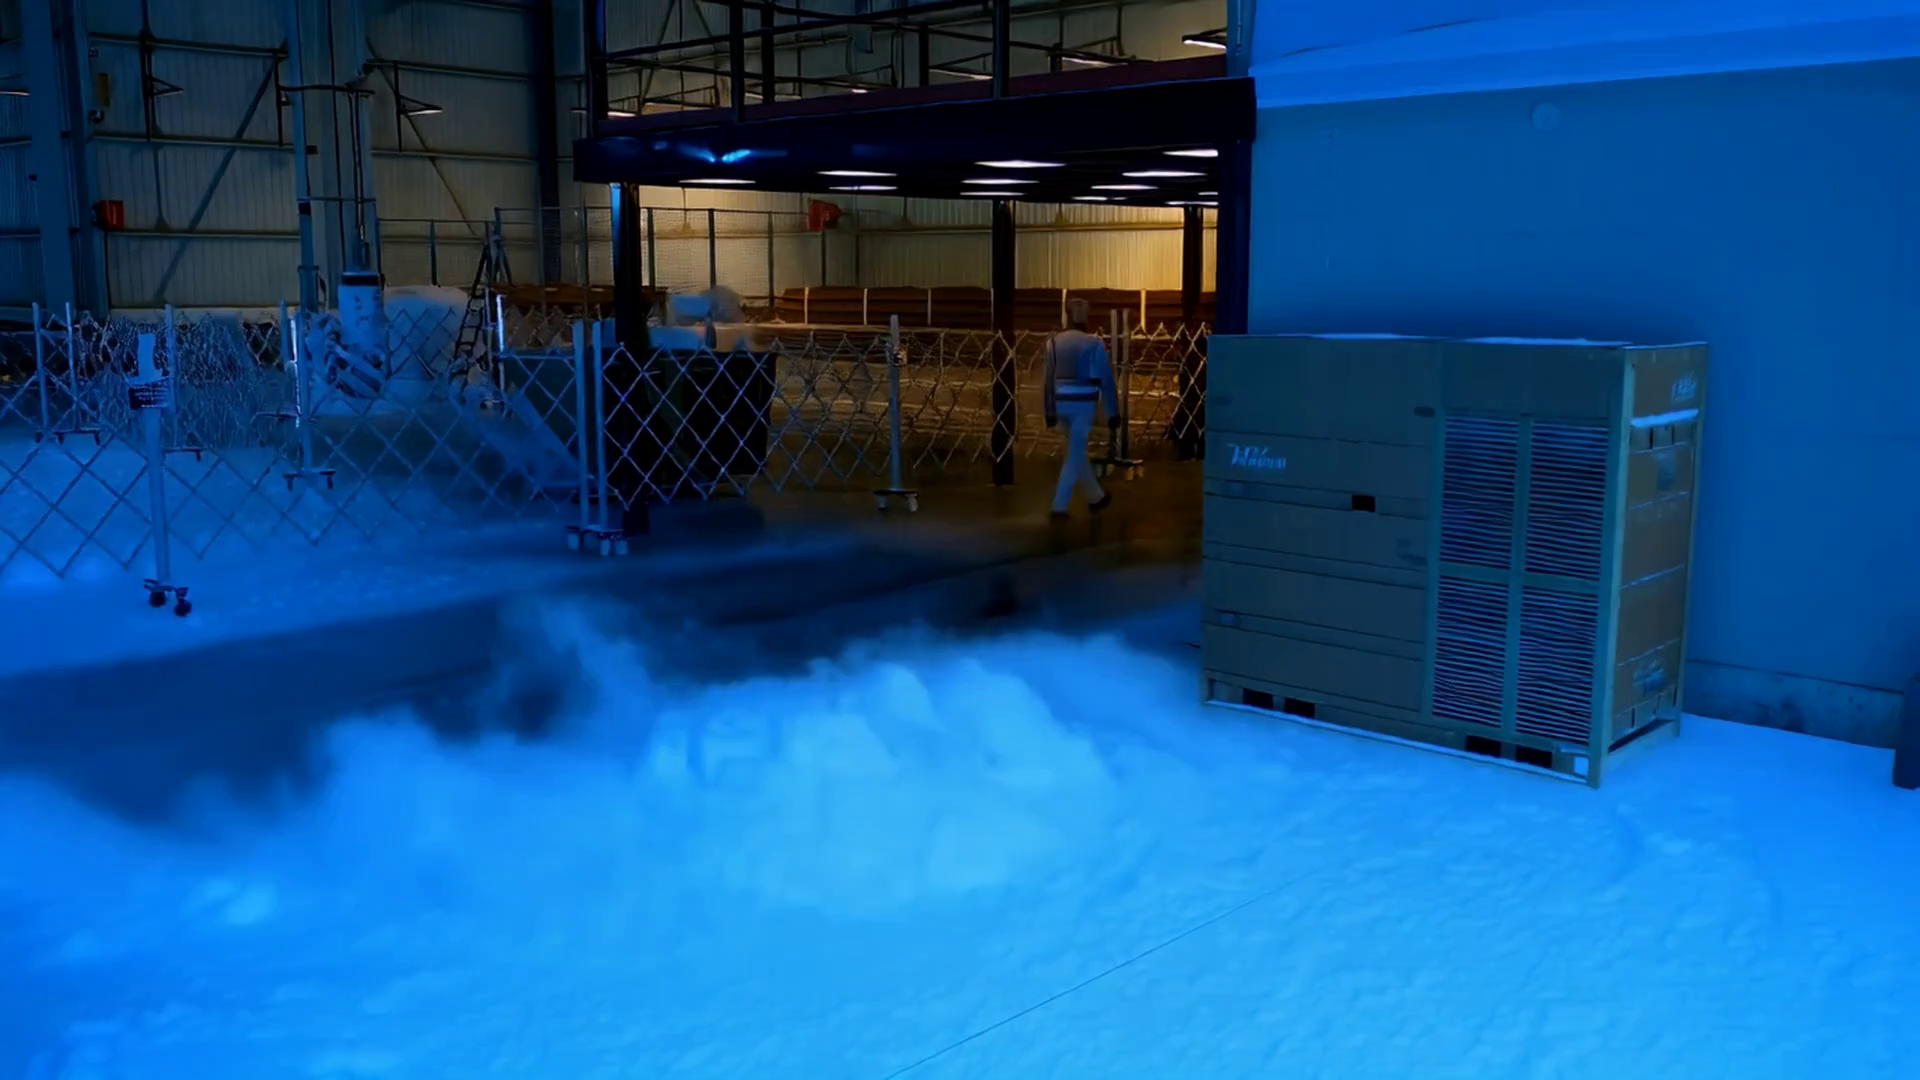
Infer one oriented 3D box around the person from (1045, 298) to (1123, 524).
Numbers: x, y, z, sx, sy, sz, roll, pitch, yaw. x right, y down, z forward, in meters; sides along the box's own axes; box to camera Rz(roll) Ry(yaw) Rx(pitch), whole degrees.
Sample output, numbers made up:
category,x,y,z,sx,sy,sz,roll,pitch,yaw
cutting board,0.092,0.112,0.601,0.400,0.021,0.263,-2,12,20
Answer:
category,x,y,z,sx,sy,sz,roll,pitch,yaw
person,1.020,-1.071,13.715,0.578,1.829,0.985,9,13,43
